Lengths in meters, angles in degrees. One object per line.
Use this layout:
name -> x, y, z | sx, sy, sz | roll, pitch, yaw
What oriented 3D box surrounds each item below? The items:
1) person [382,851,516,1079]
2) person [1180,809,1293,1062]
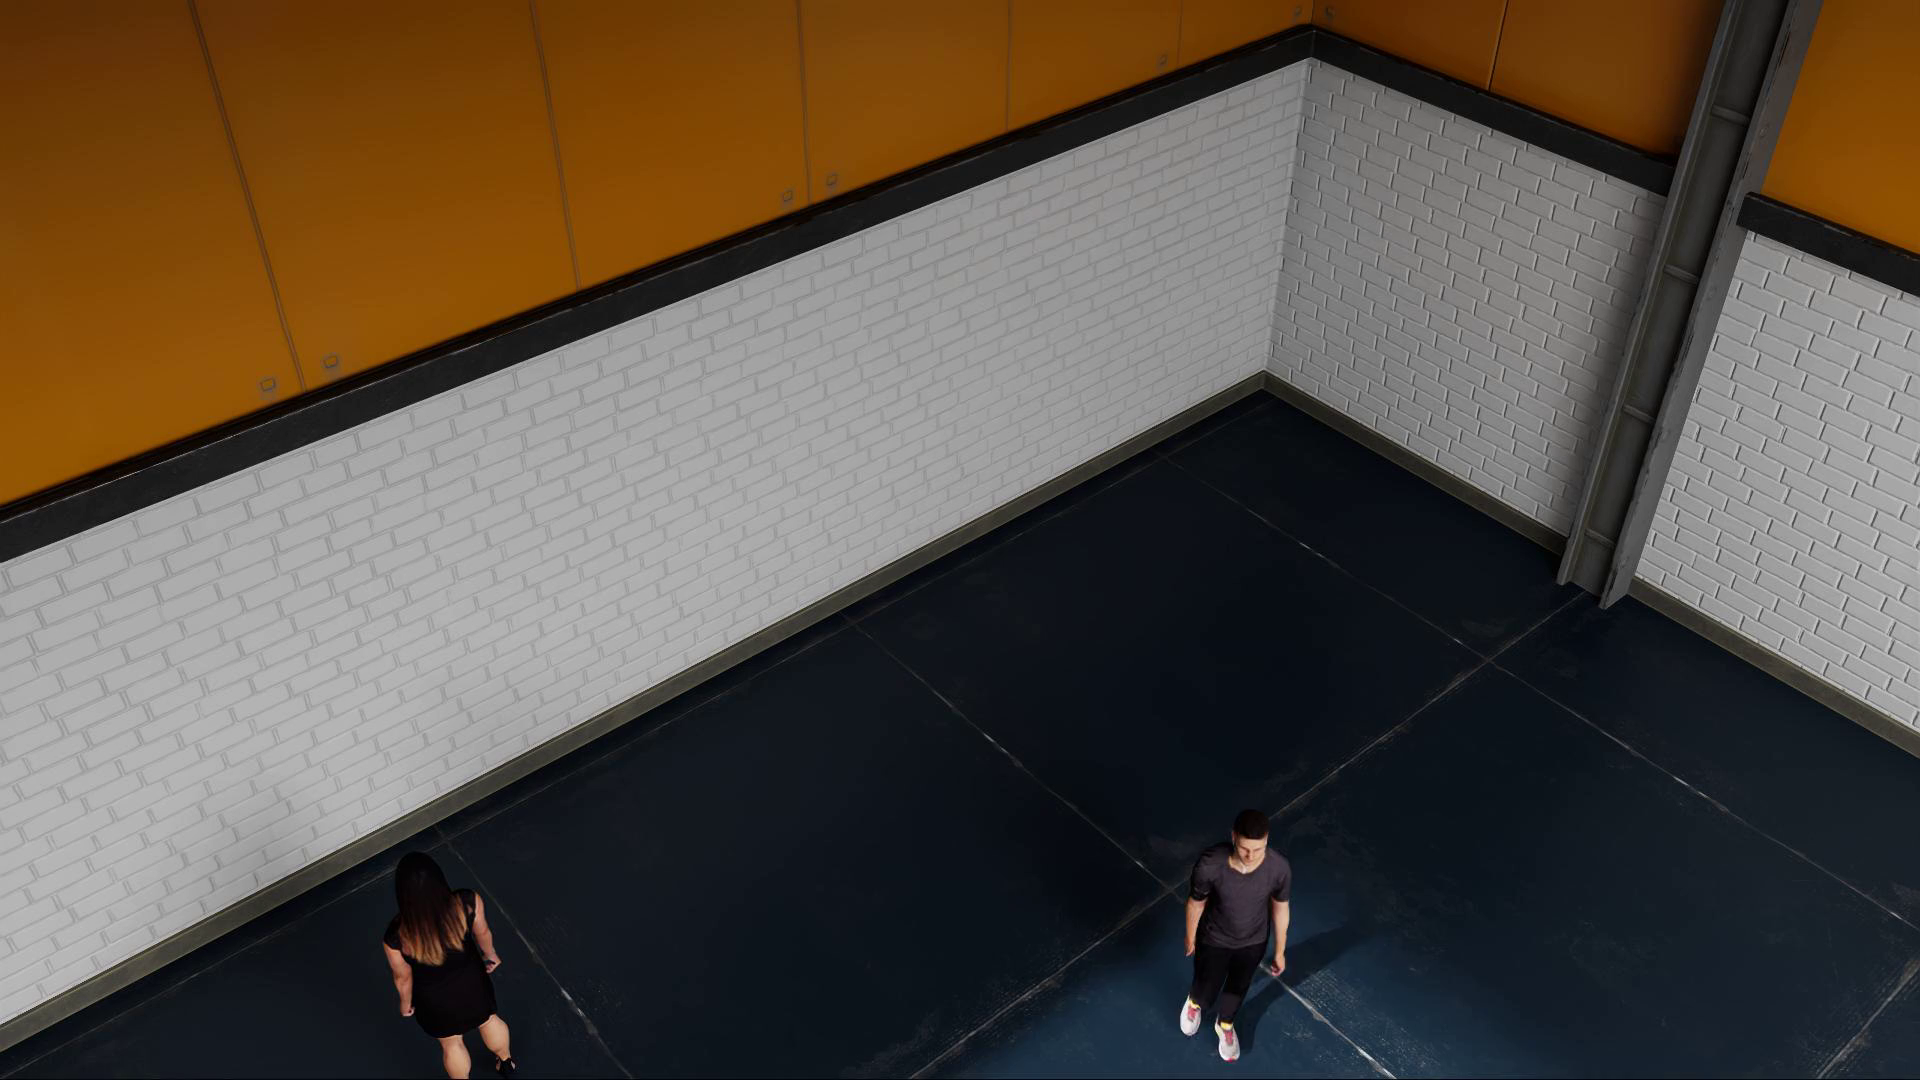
person -> -2.436, 2.126, 7.962 | 0.652, 1.717, 0.573 | -28, 46, -31
person -> 1.352, 1.882, 8.239 | 0.792, 1.753, 0.837 | -2, 39, -2
